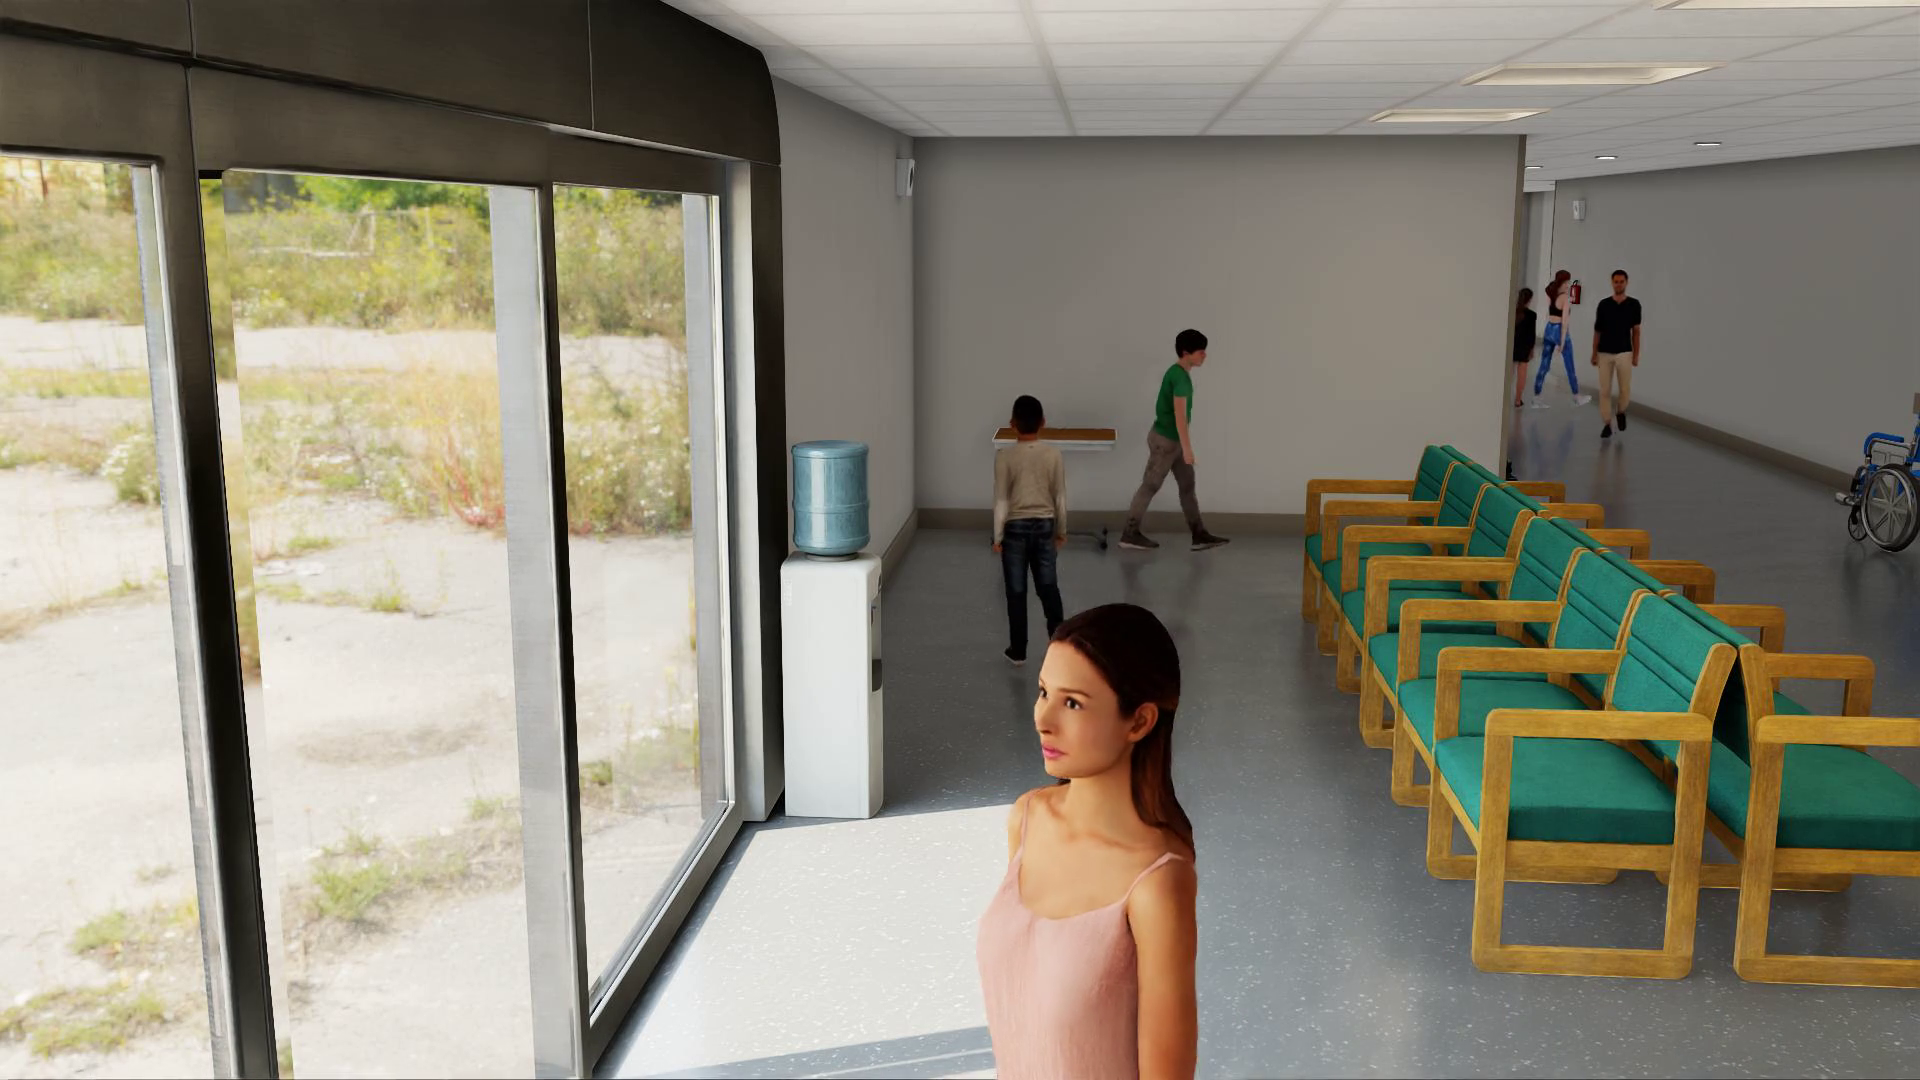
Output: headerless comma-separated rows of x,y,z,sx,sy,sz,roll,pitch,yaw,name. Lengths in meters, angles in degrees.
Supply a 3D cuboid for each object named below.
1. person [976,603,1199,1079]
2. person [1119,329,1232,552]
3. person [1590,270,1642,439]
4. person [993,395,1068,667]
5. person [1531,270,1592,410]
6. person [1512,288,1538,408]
0.268,0.977,2.515,0.865,1.825,0.799,-6,13,-31,person
1.408,-0.680,11.865,1.072,1.595,0.710,2,11,9,person
7.287,-2.064,18.492,0.803,1.842,0.844,5,12,25,person
0.384,-0.016,8.748,0.834,1.451,0.774,-3,11,-15,person
7.422,-2.470,20.916,1.201,1.738,0.994,-6,12,-27,person
7.195,-2.459,21.443,0.812,1.520,0.776,5,12,24,person
